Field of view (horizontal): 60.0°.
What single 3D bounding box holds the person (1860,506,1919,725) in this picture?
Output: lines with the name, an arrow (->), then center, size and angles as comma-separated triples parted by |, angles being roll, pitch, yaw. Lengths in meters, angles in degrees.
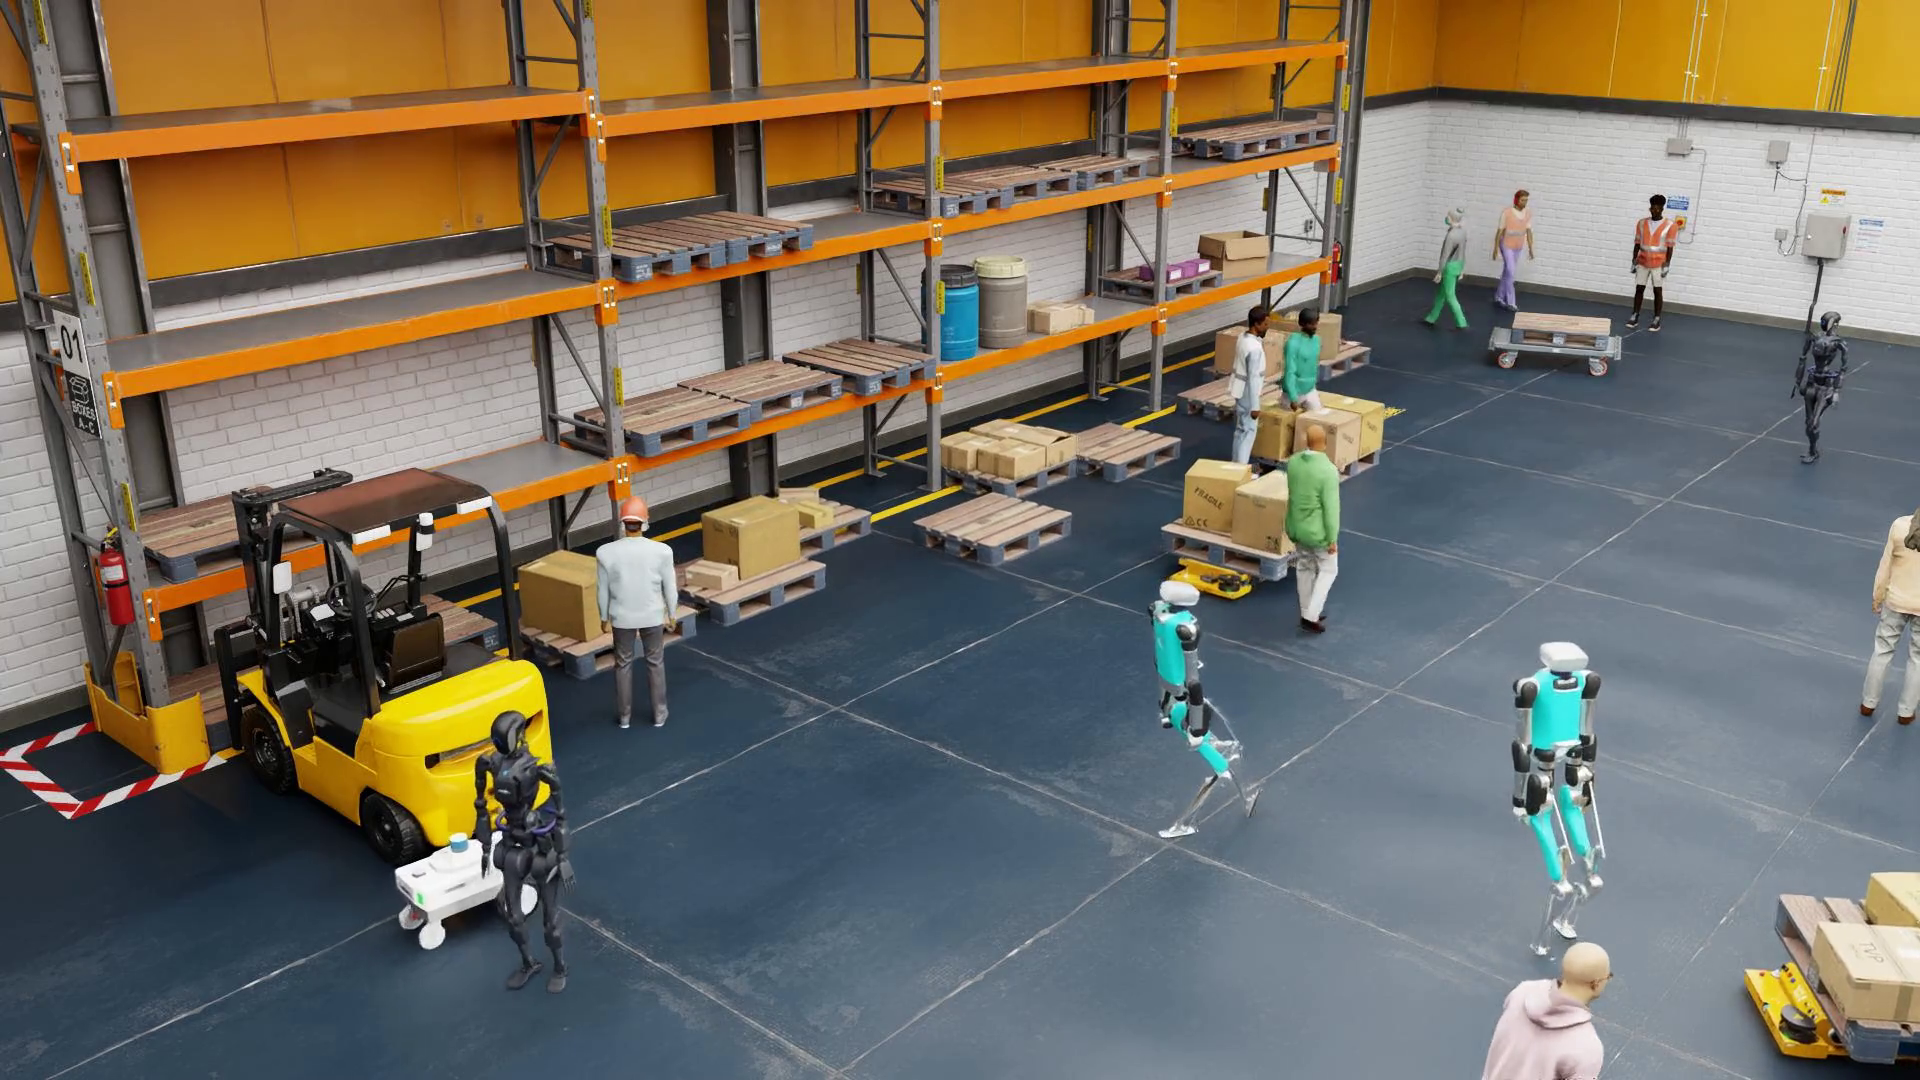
person -> 6.910, 0.455, 12.024 | 0.567, 1.867, 0.417 | 12, 23, 30

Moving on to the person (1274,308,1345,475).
person -> 3.662, -1.534, 17.502 | 0.525, 1.807, 0.877 | -12, 23, -29

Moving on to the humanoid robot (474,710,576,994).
humanoid robot -> -2.339, 1.672, 8.987 | 0.590, 1.652, 0.322 | 6, 21, 15

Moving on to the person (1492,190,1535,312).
person -> 8.423, -4.368, 25.146 | 0.584, 1.809, 0.825 | -10, 22, -25

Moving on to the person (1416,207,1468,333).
person -> 7.038, -3.910, 23.938 | 0.852, 1.803, 0.534 | 15, 25, 35

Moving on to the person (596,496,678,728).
person -> -2.322, 0.523, 12.008 | 0.575, 1.738, 0.351 | -3, 21, -9

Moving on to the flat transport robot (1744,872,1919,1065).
flat transport robot -> 4.995, 2.499, 8.779 | 1.431, 0.231, 0.659 | 2, 20, 7

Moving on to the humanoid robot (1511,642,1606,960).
humanoid robot -> 3.448, 1.527, 9.340 | 0.530, 1.805, 0.796 | -7, 21, -17

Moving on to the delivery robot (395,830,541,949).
delivery robot -> -2.900, 1.986, 9.722 | 0.747, 0.570, 0.499 | -17, 26, -39

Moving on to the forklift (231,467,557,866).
forklift -> -3.730, 0.710, 10.856 | 2.313, 2.155, 1.214 | 17, 26, 38

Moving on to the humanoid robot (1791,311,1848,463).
humanoid robot -> 9.331, -1.674, 18.055 | 0.453, 1.644, 0.593 | -10, 22, -24

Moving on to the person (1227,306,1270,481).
person -> 2.978, -1.481, 17.204 | 0.399, 1.909, 0.597 | -1, 20, -2

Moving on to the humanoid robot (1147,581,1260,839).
humanoid robot -> 1.639, 1.082, 10.561 | 0.917, 1.814, 0.550 | -7, 21, -18

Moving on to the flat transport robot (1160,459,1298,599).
flat transport robot -> 2.568, 0.189, 15.038 | 0.659, 0.231, 1.431 | 16, 26, 37

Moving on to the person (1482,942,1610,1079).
person -> 2.409, 2.430, 6.872 | 0.881, 1.718, 0.534 | -6, 21, -15

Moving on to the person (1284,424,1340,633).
person -> 2.912, -0.098, 13.656 | 0.473, 1.763, 0.581 | -15, 25, -36

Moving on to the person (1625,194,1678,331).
person -> 9.965, -4.001, 23.970 | 0.597, 1.958, 0.379 | 19, 27, 41
